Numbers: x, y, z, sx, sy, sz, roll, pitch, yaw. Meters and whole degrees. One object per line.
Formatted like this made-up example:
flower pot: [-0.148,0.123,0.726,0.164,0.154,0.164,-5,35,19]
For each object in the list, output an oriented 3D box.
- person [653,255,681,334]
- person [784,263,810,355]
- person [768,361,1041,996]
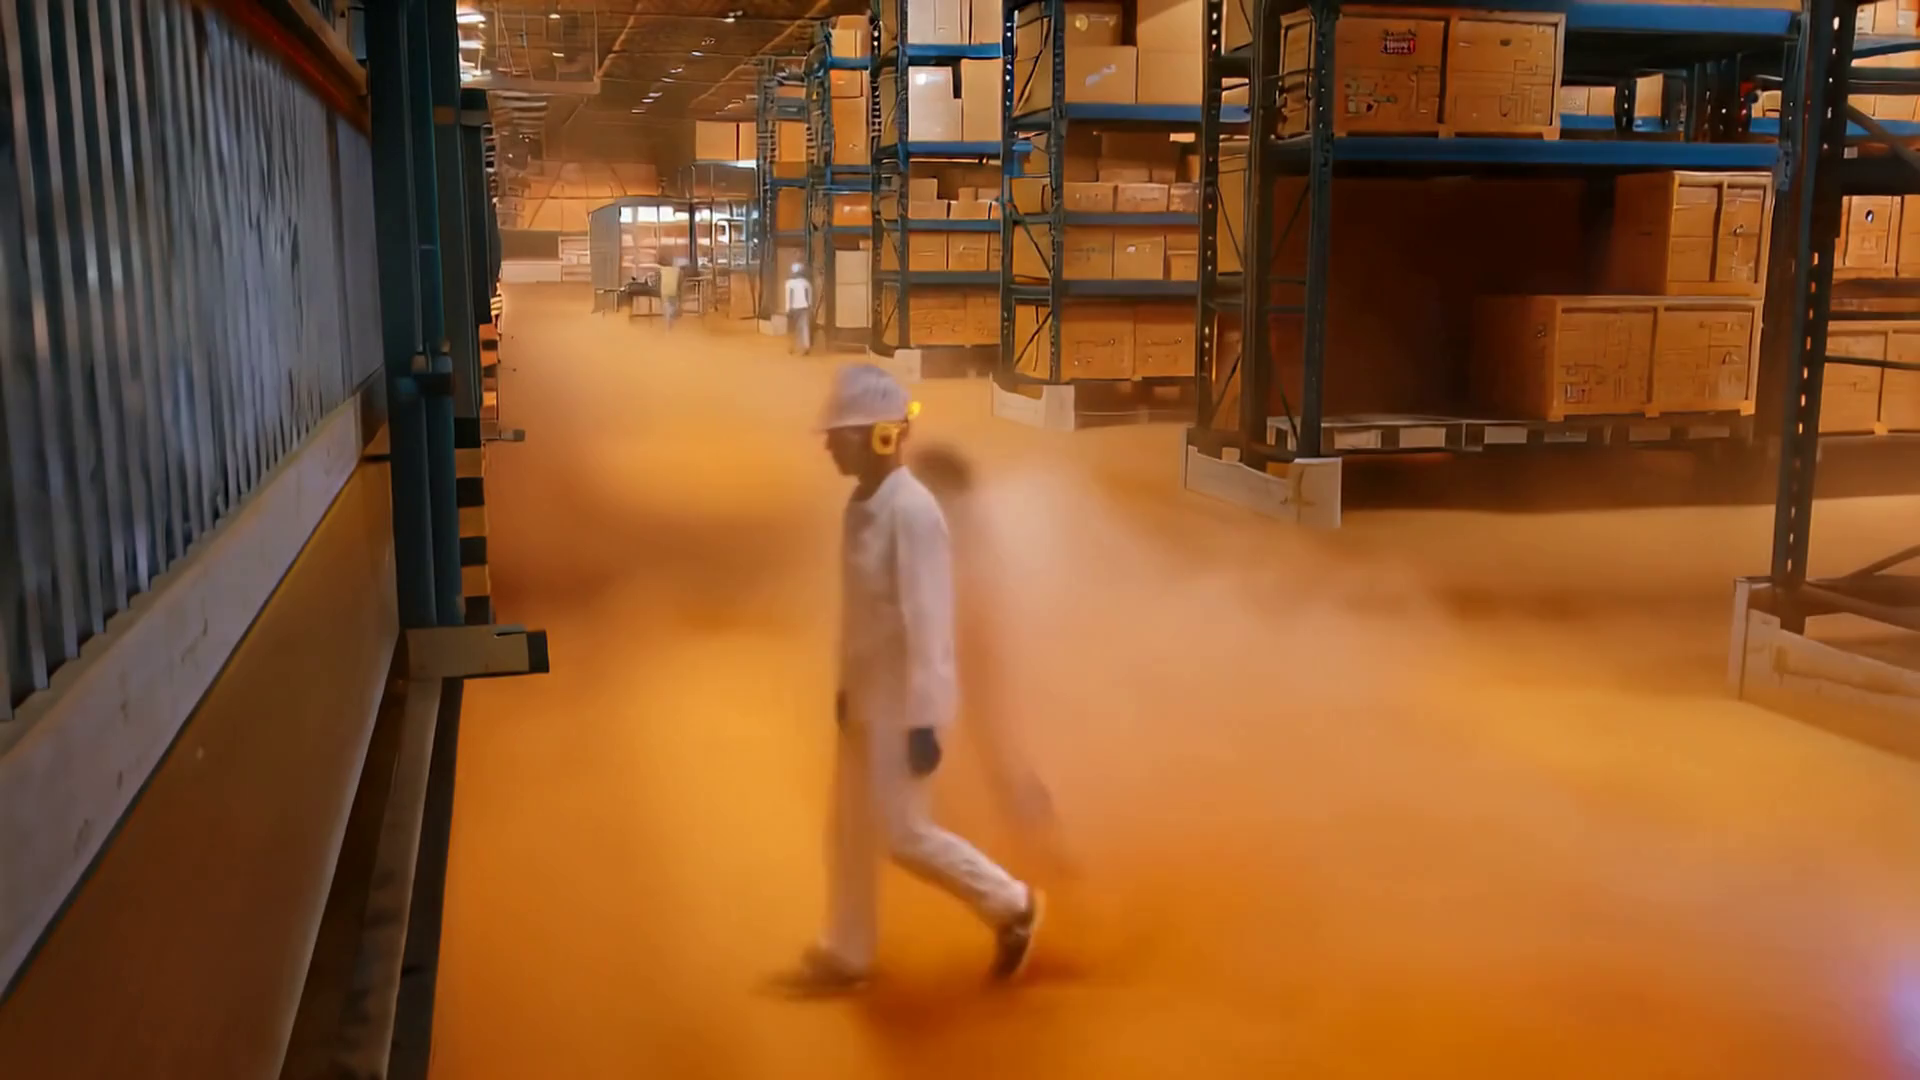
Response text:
person: [-6.799,-5.659,38.425,0.566,1.826,0.629,10,14,44]
person: [-3.040,-4.347,31.257,0.524,1.726,0.888,-3,11,-18]
person: [-0.158,0.385,4.439,0.683,1.730,0.593,-4,11,-19]
